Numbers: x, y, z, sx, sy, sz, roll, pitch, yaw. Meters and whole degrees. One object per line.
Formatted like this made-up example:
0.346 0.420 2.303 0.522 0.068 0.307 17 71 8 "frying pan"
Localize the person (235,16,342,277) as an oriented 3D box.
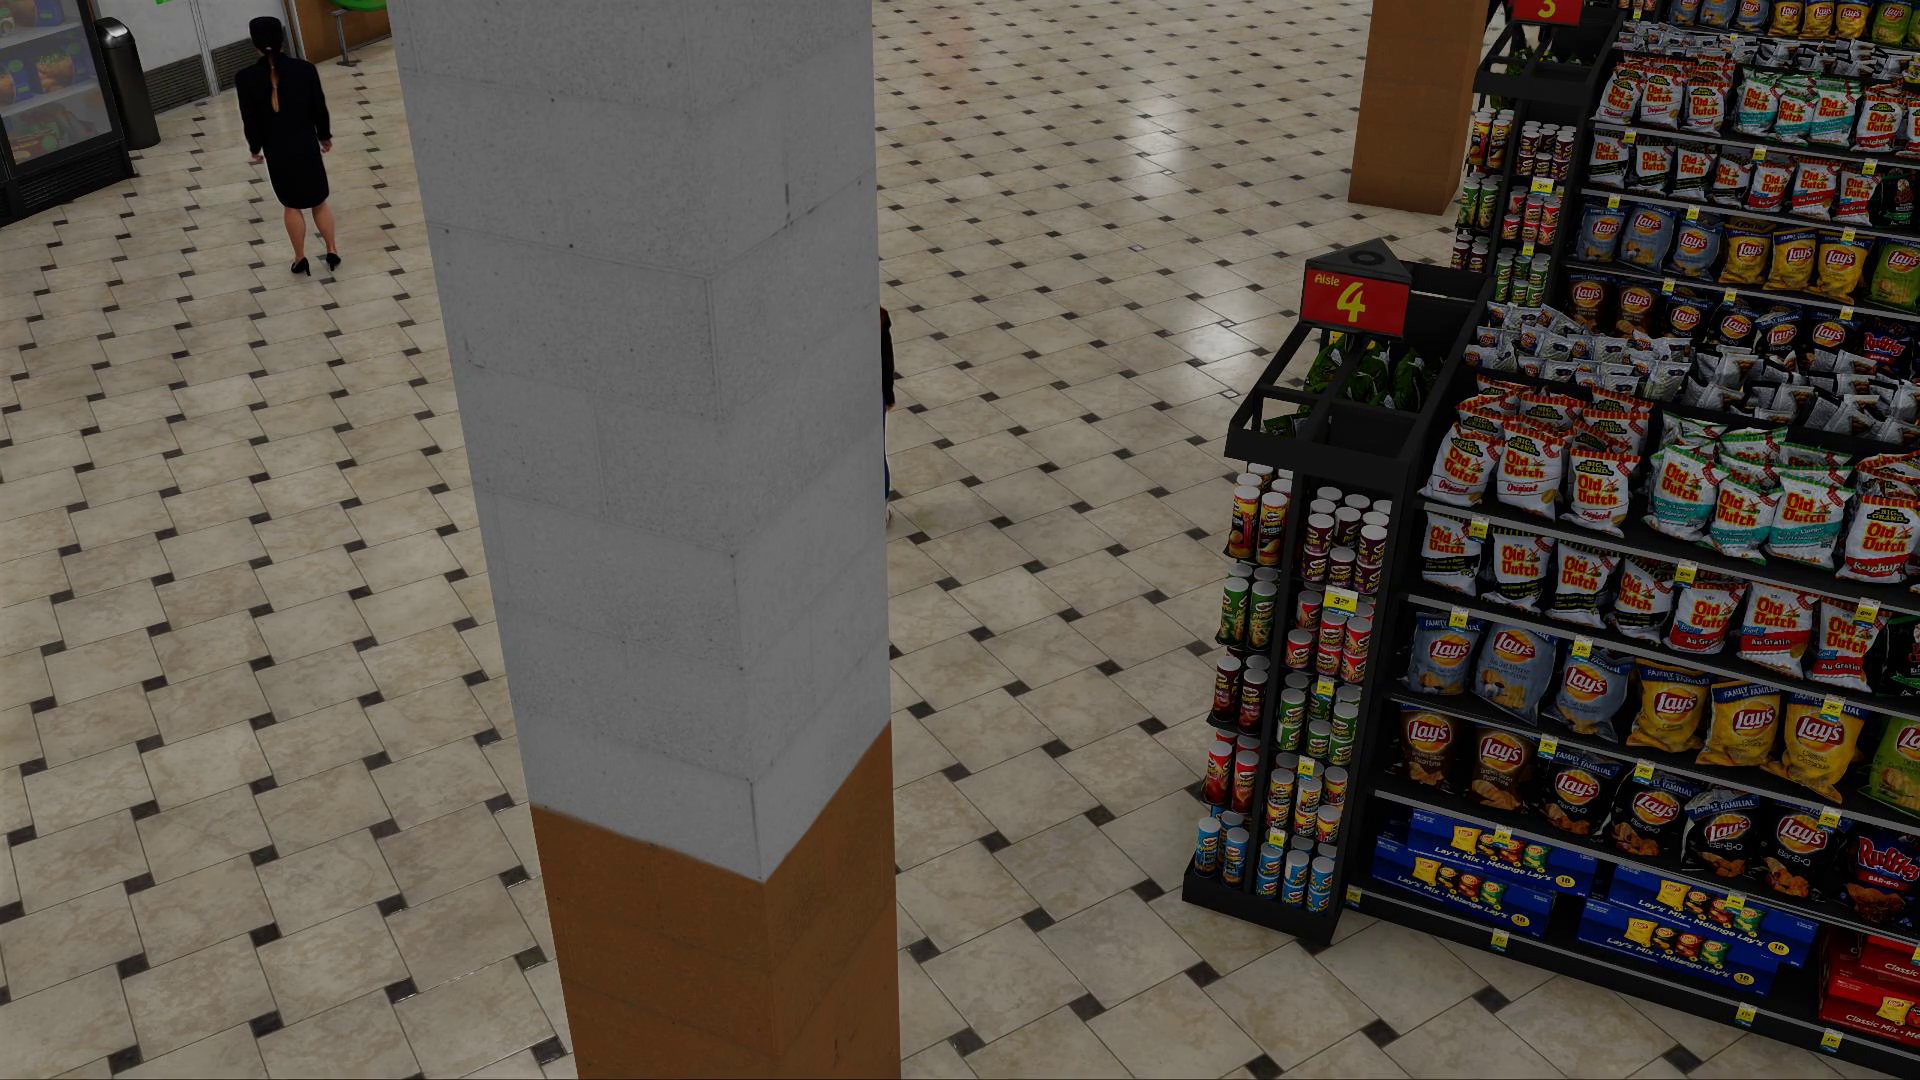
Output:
-4.332 -2.529 10.778 0.802 1.671 0.824 -18 36 -26 "person"
